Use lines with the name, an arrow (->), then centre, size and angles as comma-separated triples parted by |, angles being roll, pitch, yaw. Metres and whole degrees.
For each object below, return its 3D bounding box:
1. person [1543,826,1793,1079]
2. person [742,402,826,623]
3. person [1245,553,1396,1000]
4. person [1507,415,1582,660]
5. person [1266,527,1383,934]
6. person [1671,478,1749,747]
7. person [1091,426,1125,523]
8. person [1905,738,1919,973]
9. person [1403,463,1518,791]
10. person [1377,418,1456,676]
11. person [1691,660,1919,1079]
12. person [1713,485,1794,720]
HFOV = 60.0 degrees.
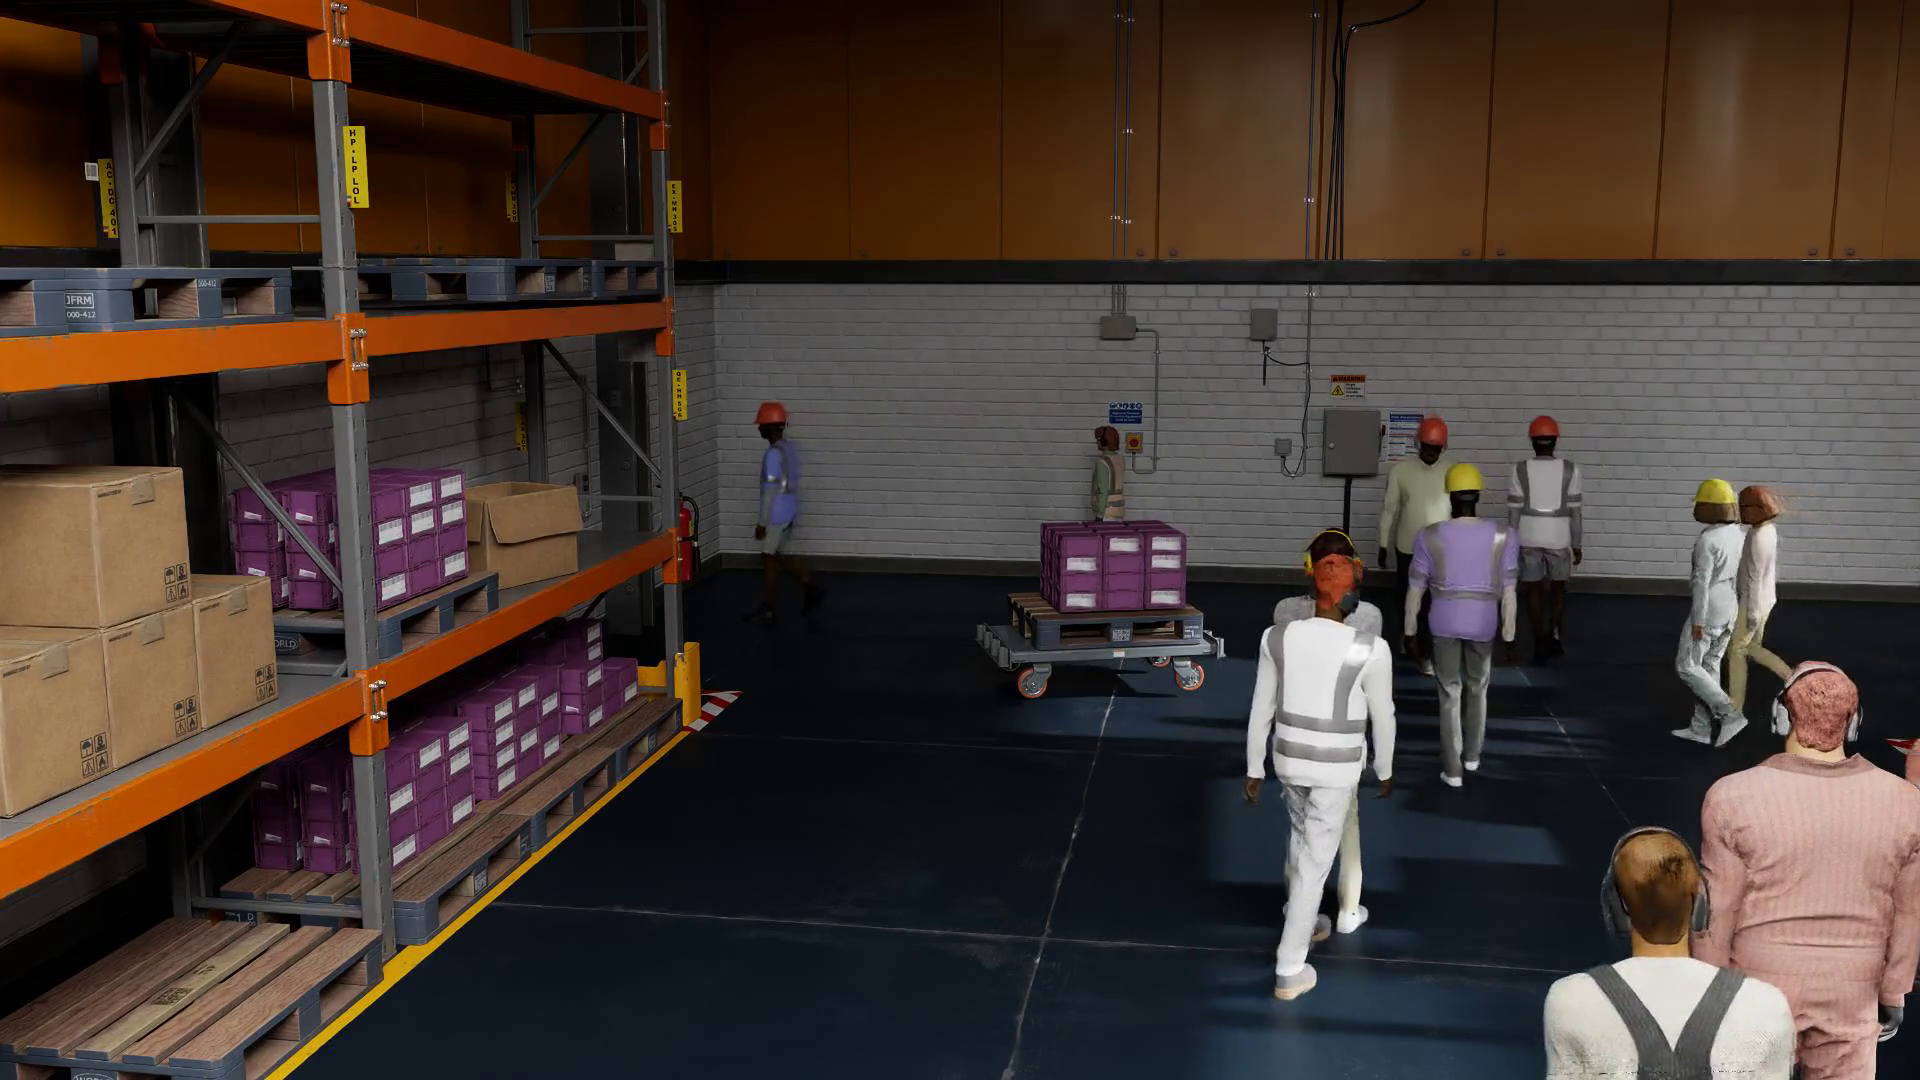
person -> 1.552, 1.535, 3.691 | 0.547, 1.824, 0.393 | 2, 10, 15
person -> -1.543, -0.226, 14.253 | 0.646, 1.922, 0.567 | 1, 9, 8
person -> 1.574, 0.964, 7.102 | 0.582, 1.849, 0.859 | 7, 12, 38
person -> 4.530, -0.007, 12.919 | 0.572, 1.915, 0.494 | 3, 10, 16
person -> 1.679, 0.873, 7.643 | 0.533, 1.868, 0.310 | 3, 10, 16
person -> 4.790, 0.474, 10.528 | 0.493, 1.731, 0.495 | -7, 11, -35
person -> 1.342, -0.215, 15.061 | 0.310, 1.638, 0.523 | 4, 10, 25
person -> 3.260, 1.206, 5.234 | 0.655, 1.975, 0.483 | 2, 9, 10
person -> 2.948, 0.488, 9.877 | 0.617, 1.904, 0.732 | 1, 9, 8
person -> 3.541, 0.011, 12.801 | 0.644, 1.929, 1.083 | 2, 9, 12
person -> 2.467, 1.296, 4.916 | 0.641, 1.909, 0.409 | 1, 9, 6
person -> 5.371, 0.440, 11.078 | 0.619, 1.612, 0.510 | 6, 11, 33
